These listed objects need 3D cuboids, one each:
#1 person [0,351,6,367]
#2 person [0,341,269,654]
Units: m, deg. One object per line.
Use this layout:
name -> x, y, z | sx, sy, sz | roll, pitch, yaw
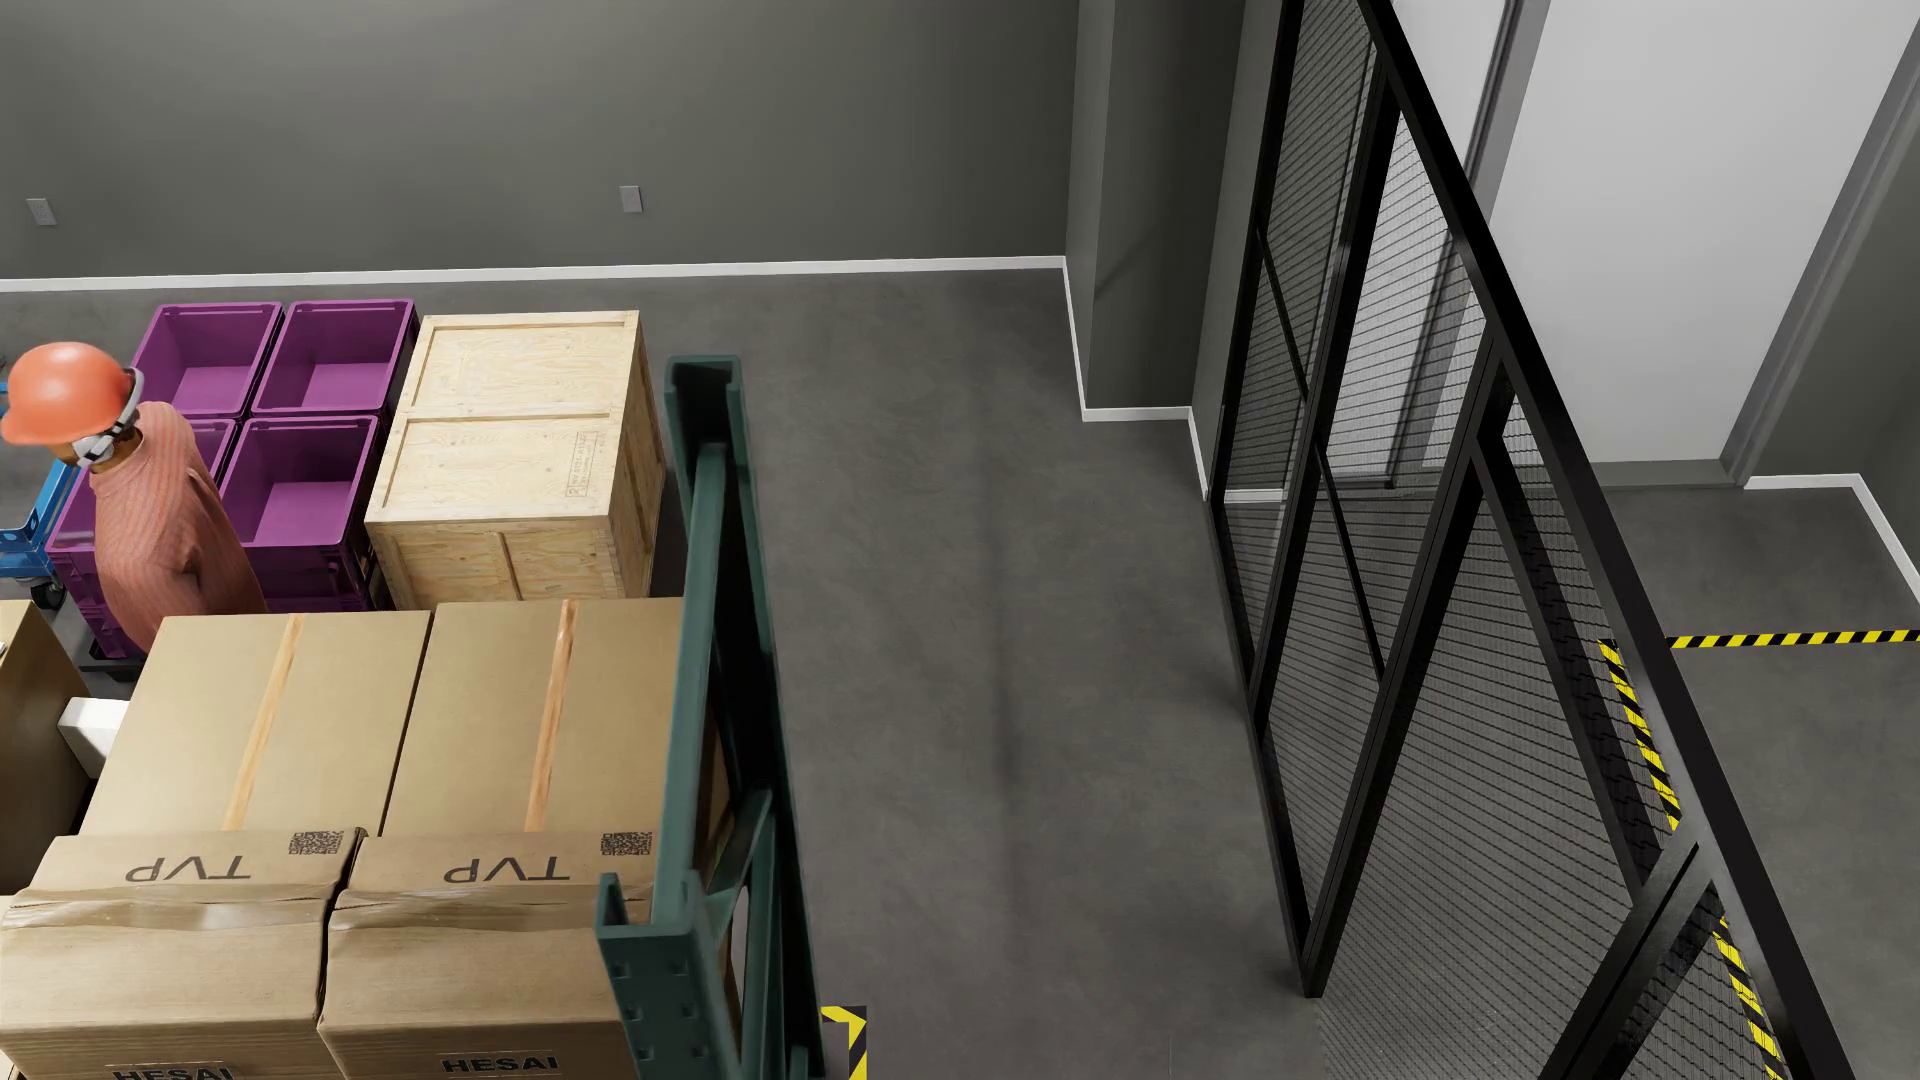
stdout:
person -> -4.022, -1.273, 5.972 | 0.354, 1.937, 0.635 | -3, 46, -3
person -> -2.040, 0.253, 4.478 | 0.381, 1.994, 0.612 | -12, 48, -12
